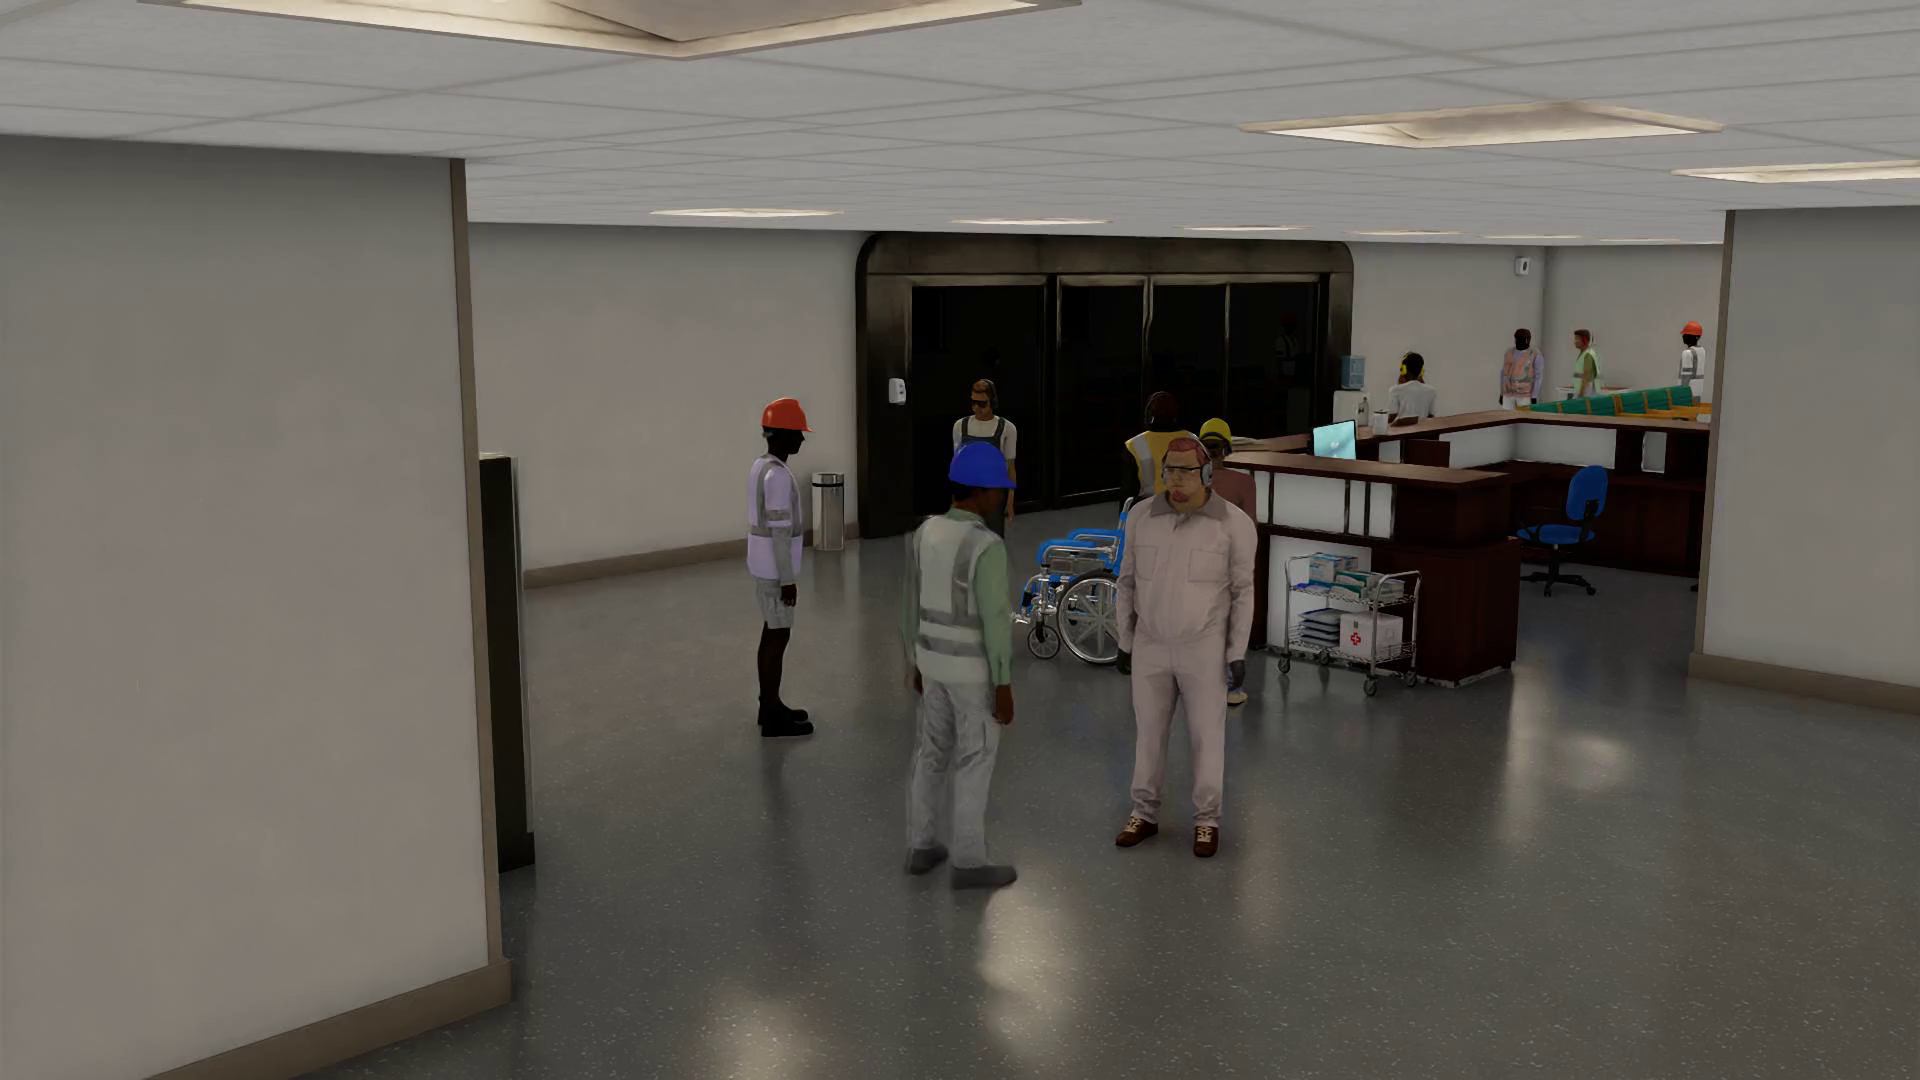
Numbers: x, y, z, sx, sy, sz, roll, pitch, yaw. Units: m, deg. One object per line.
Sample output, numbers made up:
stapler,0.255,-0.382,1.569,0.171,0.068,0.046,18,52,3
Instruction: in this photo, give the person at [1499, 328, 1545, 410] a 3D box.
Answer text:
person,7.745,-2.011,23.054,0.429,1.844,0.627,-8,12,-39

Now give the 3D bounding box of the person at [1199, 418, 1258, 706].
person,1.545,0.139,10.126,0.523,1.760,0.329,2,9,11

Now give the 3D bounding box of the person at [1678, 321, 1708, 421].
person,9.993,-2.023,22.815,0.544,1.943,0.347,-9,13,-44

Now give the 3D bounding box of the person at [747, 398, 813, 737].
person,-1.017,0.154,9.510,0.390,1.929,0.545,-3,10,-15

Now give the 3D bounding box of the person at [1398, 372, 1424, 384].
person,4.812,-1.050,17.798,0.507,1.631,0.268,-6,11,-31

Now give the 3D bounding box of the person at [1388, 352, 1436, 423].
person,4.372,-0.893,16.156,0.516,1.857,0.339,-3,10,-17

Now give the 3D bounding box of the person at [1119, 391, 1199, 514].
person,1.341,-0.078,11.202,0.627,1.844,0.429,-3,10,-19

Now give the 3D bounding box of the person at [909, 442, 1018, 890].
person,0.006,0.543,7.184,0.408,1.933,0.678,-6,11,-34

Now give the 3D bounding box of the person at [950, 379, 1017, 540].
person,0.171,-0.293,12.515,0.505,1.839,0.344,2,10,13

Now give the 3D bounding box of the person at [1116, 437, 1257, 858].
person,0.999,0.482,7.559,0.636,1.911,0.405,4,10,24
